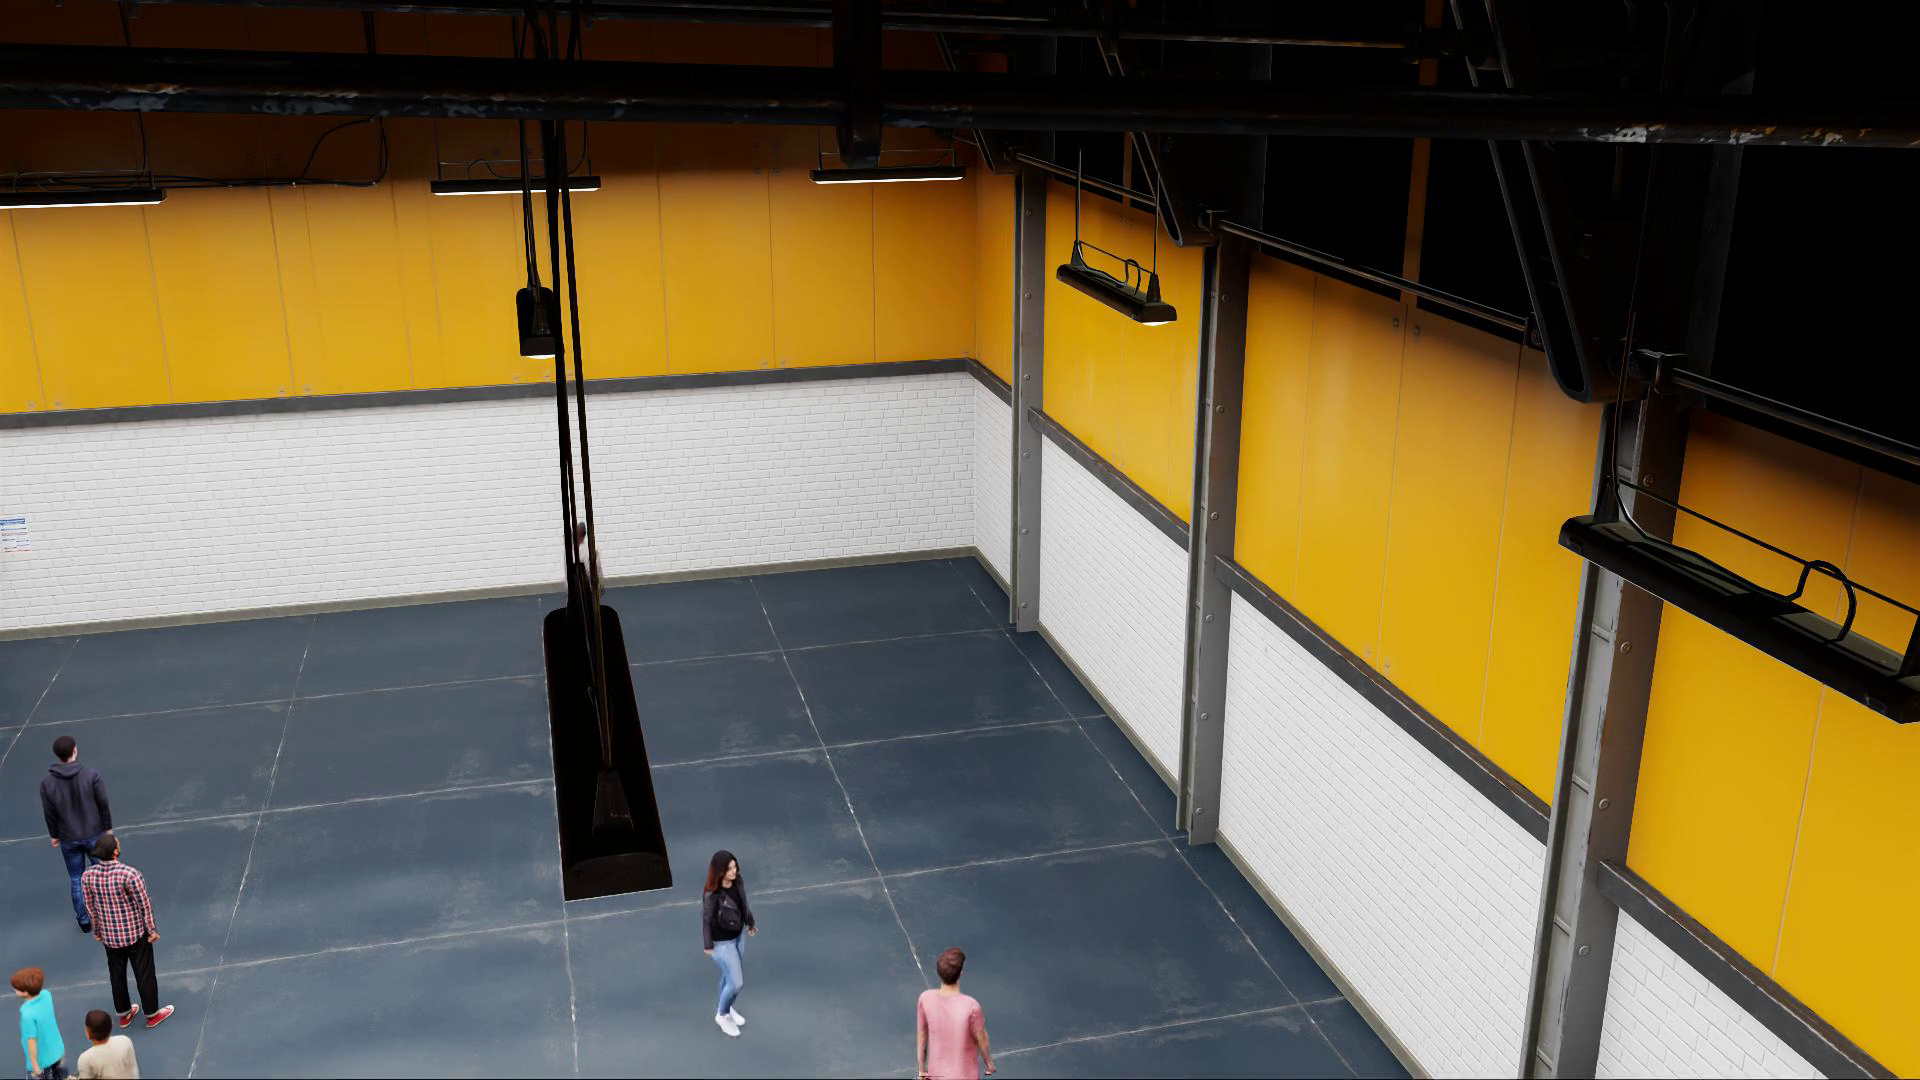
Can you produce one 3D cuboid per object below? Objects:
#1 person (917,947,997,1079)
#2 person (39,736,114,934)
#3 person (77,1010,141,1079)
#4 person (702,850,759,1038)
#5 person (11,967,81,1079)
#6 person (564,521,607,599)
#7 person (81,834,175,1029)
[{"bbox_3d":[-0.088,3.801,11.644,0.955,1.935,1.054,8,20,22],"label":"person"},{"bbox_3d":[-7.969,2.667,15.085,0.703,1.889,0.615,-8,20,-22],"label":"person"},{"bbox_3d":[-6.000,3.995,11.816,0.737,1.458,0.682,15,23,37],"label":"person"},{"bbox_3d":[-1.977,3.277,13.690,0.811,1.623,0.734,8,20,23],"label":"person"},{"bbox_3d":[-6.767,3.806,12.410,0.749,1.437,0.881,0,19,0],"label":"person"},{"bbox_3d":[-4.846,0.645,21.302,0.840,1.752,1.011,2,19,6],"label":"person"},{"bbox_3d":[-6.877,3.205,13.687,0.756,1.761,0.703,0,19,1],"label":"person"}]
